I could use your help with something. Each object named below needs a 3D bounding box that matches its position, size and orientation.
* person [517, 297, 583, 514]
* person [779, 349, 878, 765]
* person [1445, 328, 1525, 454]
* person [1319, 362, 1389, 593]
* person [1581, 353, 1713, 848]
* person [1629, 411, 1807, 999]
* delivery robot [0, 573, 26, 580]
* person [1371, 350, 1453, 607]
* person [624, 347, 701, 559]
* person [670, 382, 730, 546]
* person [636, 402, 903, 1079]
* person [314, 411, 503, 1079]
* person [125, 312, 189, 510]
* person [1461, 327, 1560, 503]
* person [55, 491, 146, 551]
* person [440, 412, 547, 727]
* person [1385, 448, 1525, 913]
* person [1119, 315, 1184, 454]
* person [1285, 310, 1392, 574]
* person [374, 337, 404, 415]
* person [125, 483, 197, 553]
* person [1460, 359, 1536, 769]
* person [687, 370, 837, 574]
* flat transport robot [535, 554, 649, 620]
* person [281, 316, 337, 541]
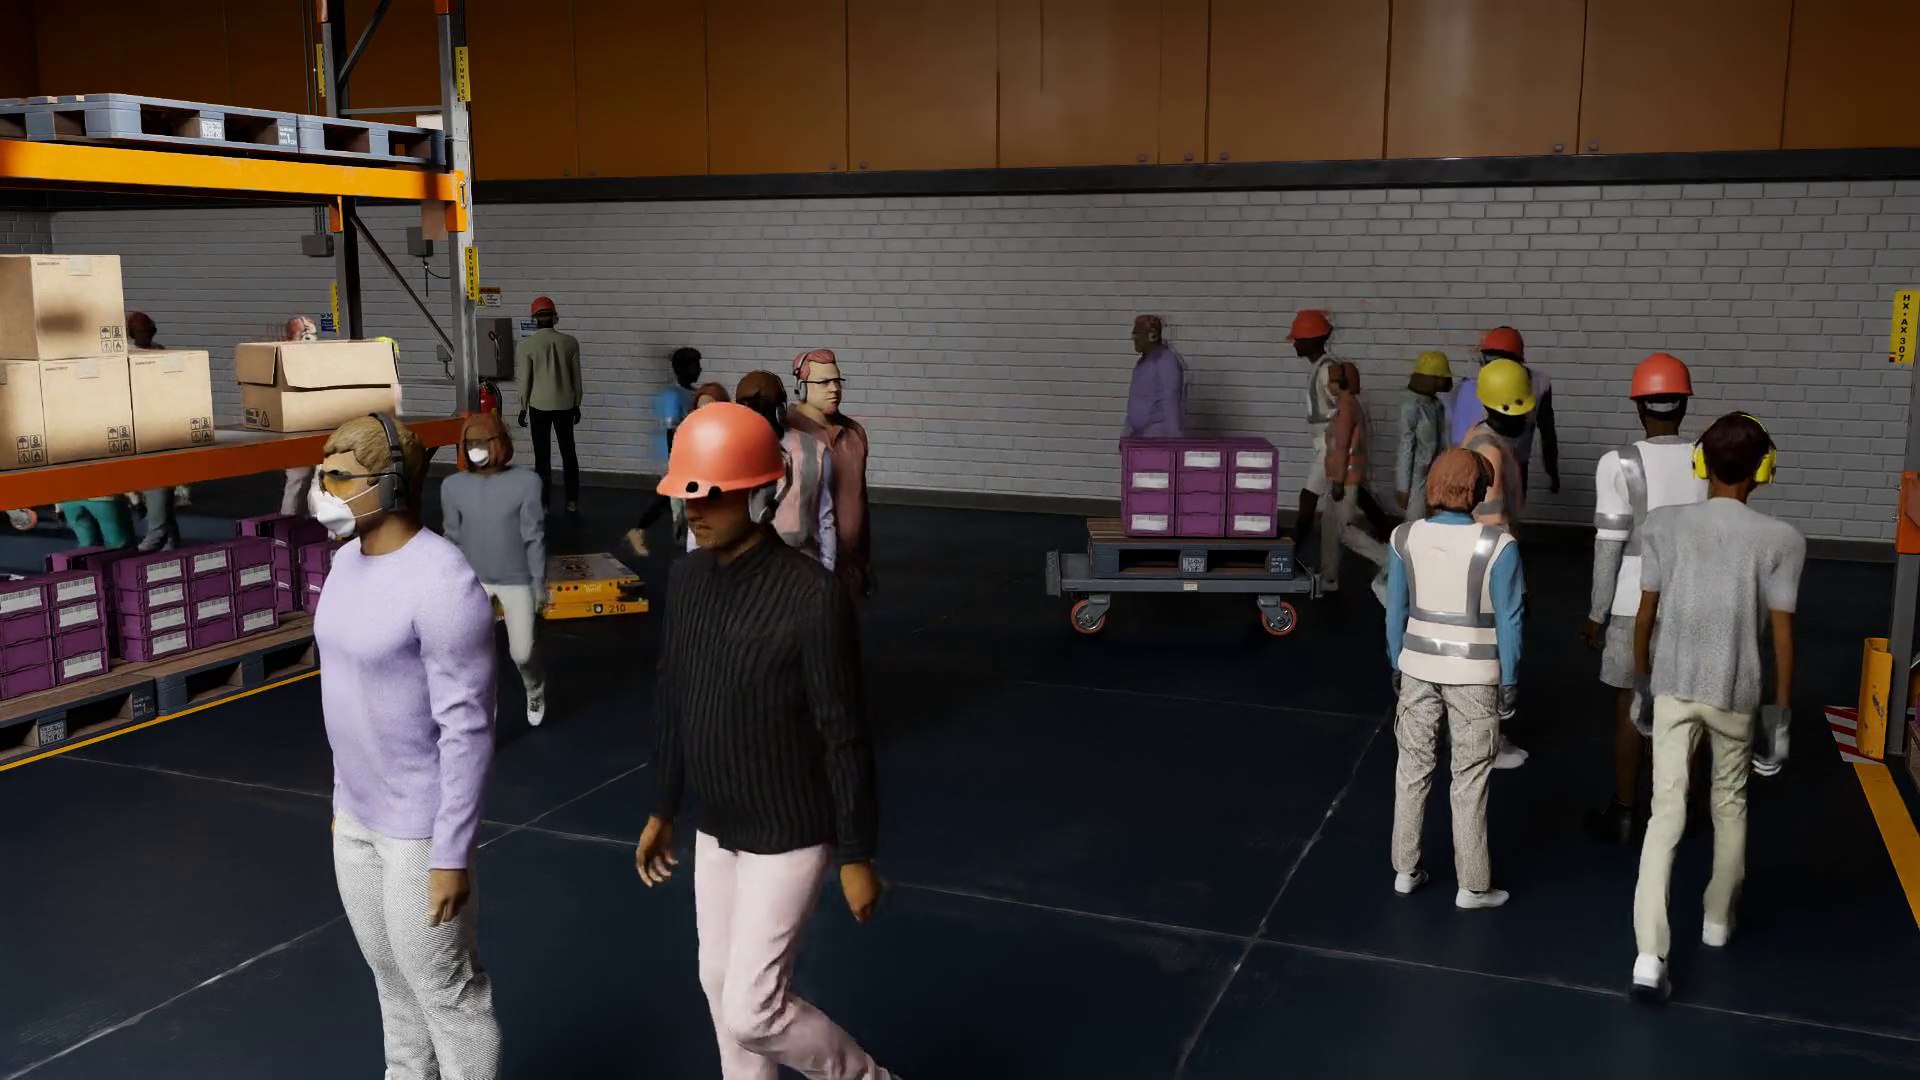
[{"bbox_3d":[-3.769,-1.231,15.273,0.611,1.985,0.392,-6,11,-33],"label":"person"},{"bbox_3d":[-0.613,0.116,7.342,0.408,1.909,0.638,9,13,43],"label":"person"},{"bbox_3d":[3.105,-0.314,9.972,0.577,1.901,0.582,-4,10,-25],"label":"person"},{"bbox_3d":[2.694,-0.409,11.377,0.588,1.617,0.520,2,10,11],"label":"person"},{"bbox_3d":[2.706,0.241,6.512,0.542,1.931,0.376,-1,9,-5],"label":"person"},{"bbox_3d":[2.353,0.512,5.249,0.502,1.821,0.957,5,11,30],"label":"person"},{"bbox_3d":[-5.821,0.358,9.682,0.477,0.478,0.707,6,11,34],"label":"delivery robot"},{"bbox_3d":[2.986,-0.371,10.825,0.477,1.726,0.532,8,12,39],"label":"person"},{"bbox_3d":[-2.186,-0.652,12.746,0.792,1.662,0.530,3,10,15],"label":"person"},{"bbox_3d":[-1.366,-0.105,9.530,0.527,1.619,0.561,3,10,19],"label":"person"},{"bbox_3d":[-0.463,0.656,3.866,0.511,1.973,0.643,-8,12,-41],"label":"person"},{"bbox_3d":[-1.310,0.666,3.913,0.371,1.941,0.627,-9,13,-44],"label":"person"},{"bbox_3d":[-7.483,-1.173,15.359,0.914,1.831,0.624,5,11,29],"label":"person"},{"bbox_3d":[3.619,-0.474,11.029,0.641,1.870,0.774,0,9,-1],"label":"person"},{"bbox_3d":[-5.199,-0.229,9.955,0.588,1.729,0.549,1,9,4],"label":"person"},{"bbox_3d":[-2.148,0.196,7.761,0.503,1.609,0.673,0,9,-1],"label":"person"},{"bbox_3d":[1.736,0.492,5.880,0.513,1.638,0.311,9,13,43],"label":"person"},{"bbox_3d":[1.427,-0.804,12.971,0.698,1.882,0.678,-2,10,-13],"label":"person"},{"bbox_3d":[2.729,-0.683,12.048,1.137,1.972,0.665,2,10,10],"label":"person"},{"bbox_3d":[-4.361,-0.656,12.573,0.608,1.750,0.399,6,11,33],"label":"person"},{"bbox_3d":[-5.359,-0.338,10.988,0.508,1.604,0.784,6,11,31],"label":"person"},{"bbox_3d":[2.362,0.128,7.419,0.399,1.877,0.621,3,10,16],"label":"person"},{"bbox_3d":[-0.825,0.205,7.008,0.634,1.839,0.429,-2,10,-11],"label":"person"},{"bbox_3d":[-2.584,0.289,11.238,0.652,0.197,1.431,-4,10,-23],"label":"flat transport robot"},{"bbox_3d":[-5.060,-0.808,13.049,0.823,1.876,0.652,-9,13,-44],"label":"person"}]
